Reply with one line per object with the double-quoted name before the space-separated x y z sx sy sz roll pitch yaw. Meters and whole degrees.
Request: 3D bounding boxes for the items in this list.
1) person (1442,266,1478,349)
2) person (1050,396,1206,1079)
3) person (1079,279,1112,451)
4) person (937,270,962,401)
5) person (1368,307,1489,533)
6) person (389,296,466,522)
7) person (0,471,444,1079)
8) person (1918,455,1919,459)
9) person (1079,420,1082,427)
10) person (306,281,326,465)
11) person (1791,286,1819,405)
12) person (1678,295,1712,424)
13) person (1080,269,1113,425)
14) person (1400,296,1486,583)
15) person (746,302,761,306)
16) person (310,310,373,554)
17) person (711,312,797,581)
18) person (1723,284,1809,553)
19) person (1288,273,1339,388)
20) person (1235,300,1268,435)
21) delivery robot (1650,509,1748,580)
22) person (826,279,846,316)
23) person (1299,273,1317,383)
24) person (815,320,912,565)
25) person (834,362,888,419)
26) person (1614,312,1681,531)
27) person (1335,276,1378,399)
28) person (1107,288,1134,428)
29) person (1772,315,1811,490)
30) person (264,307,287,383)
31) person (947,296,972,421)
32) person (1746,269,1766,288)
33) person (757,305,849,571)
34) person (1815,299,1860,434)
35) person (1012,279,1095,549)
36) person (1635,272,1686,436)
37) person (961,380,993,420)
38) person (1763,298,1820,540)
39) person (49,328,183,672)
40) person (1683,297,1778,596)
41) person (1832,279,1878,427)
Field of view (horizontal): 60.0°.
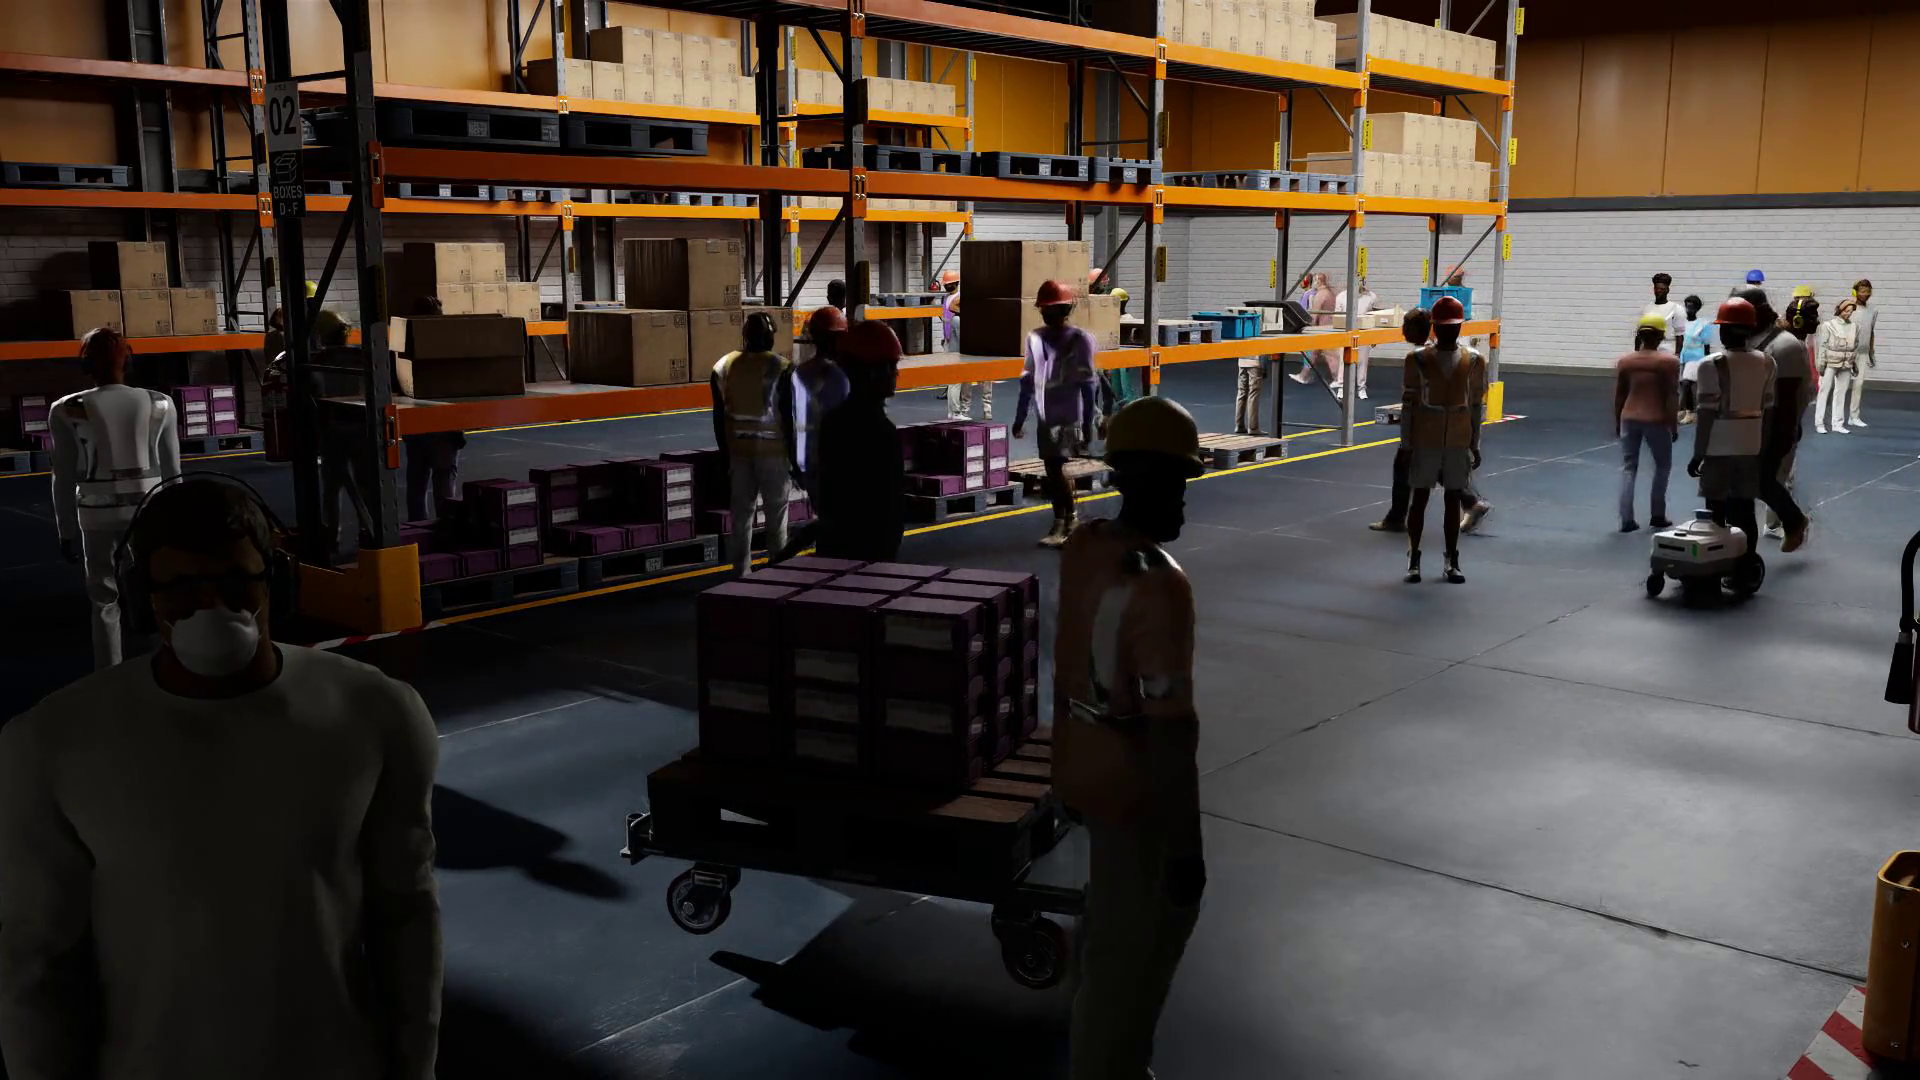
"person" 7.531 -3.106 24.956 0.615 1.998 0.703 -7 12 -34
"person" 0.455 0.603 4.080 0.557 1.892 0.647 -2 10 -13
"person" 1.491 -1.983 18.759 0.634 1.915 0.823 8 13 38
"person" -0.111 -3.023 24.643 0.374 1.928 0.542 -7 12 -36
"person" 3.728 -0.930 13.082 0.872 1.812 0.540 3 10 17
"person" -3.910 -0.850 12.347 0.638 1.902 0.407 5 11 27
"person" -1.078 0.857 2.521 0.630 1.940 0.373 -6 12 -30
"person" 10.566 -1.783 17.654 0.642 1.905 0.401 6 12 31
"person" 1.492 -2.306 20.812 0.572 1.837 0.568 9 13 40
"person" -6.622 -1.698 17.132 0.589 1.922 0.390 3 11 19
"person" 12.072 -2.779 23.848 0.910 1.723 0.538 -1 10 -4
"person" 9.180 -2.266 21.089 0.900 1.647 0.541 -7 12 -35
"person" 1.760 -2.472 21.316 0.386 1.992 0.622 -8 13 -37
"person" 3.248 -0.669 11.210 0.551 1.936 0.356 1 10 5
"person" -2.288 -1.791 18.356 0.546 1.657 0.791 -4 11 -24
"person" -4.525 -0.787 12.292 0.641 1.801 0.404 -2 10 -11
"person" -1.308 -0.575 10.947 0.633 1.841 0.429 4 11 22
"person" 5.694 -0.836 11.867 0.710 2.000 0.706 -4 11 -20
"person" 5.802 -3.387 26.941 1.025 1.843 0.654 6 12 32
"person" 3.541 -2.083 20.129 0.311 1.634 0.514 -6 11 -30
"delivery robot" 4.828 0.043 10.824 0.707 0.478 0.477 -7 12 -34
"person" -1.311 -1.961 18.665 0.392 1.911 0.582 -3 10 -15
"person" 5.859 -3.559 27.941 0.396 1.839 0.564 0 10 3
"person" -0.334 0.075 6.911 0.999 1.948 0.640 -6 12 -31
"person" -0.772 -0.600 11.511 0.546 1.678 0.867 2 10 14
"person" 5.524 -0.946 13.319 0.697 1.736 0.557 -9 14 -43
"person" 5.919 -3.055 24.882 0.651 1.906 0.404 1 10 7
"person" 1.984 -2.248 20.718 0.339 1.760 0.527 -4 11 -23
"person" 7.679 -1.285 15.574 0.312 1.636 0.520 -6 11 -29
"person" -7.278 -1.686 17.905 0.500 1.624 0.284 6 12 31
"person" -0.017 -2.384 21.836 0.285 1.634 0.499 -2 10 -11
"person" 12.083 -3.139 25.326 0.565 1.942 0.624 -2 10 -14
"person" -0.883 -0.474 10.195 0.623 1.912 0.589 -6 12 -30
"person" 10.695 -2.109 20.262 0.512 1.639 0.311 -1 10 -6
"person" 0.704 -0.925 12.436 0.492 2.027 0.631 -9 13 -42
"person" 8.255 -2.177 19.709 0.361 1.965 0.614 -7 12 -35
"person" 0.240 -2.565 21.839 0.623 1.992 0.396 0 10 -2
"person" 6.476 -0.937 12.928 0.329 1.873 0.515 6 11 29
"person" -4.055 -0.083 8.050 0.578 1.879 0.348 -8 13 -39
"person" 4.989 -0.600 10.818 0.547 1.938 0.378 -2 10 -11
"person" 11.338 -2.361 21.049 0.532 1.865 0.309 0 10 -2
